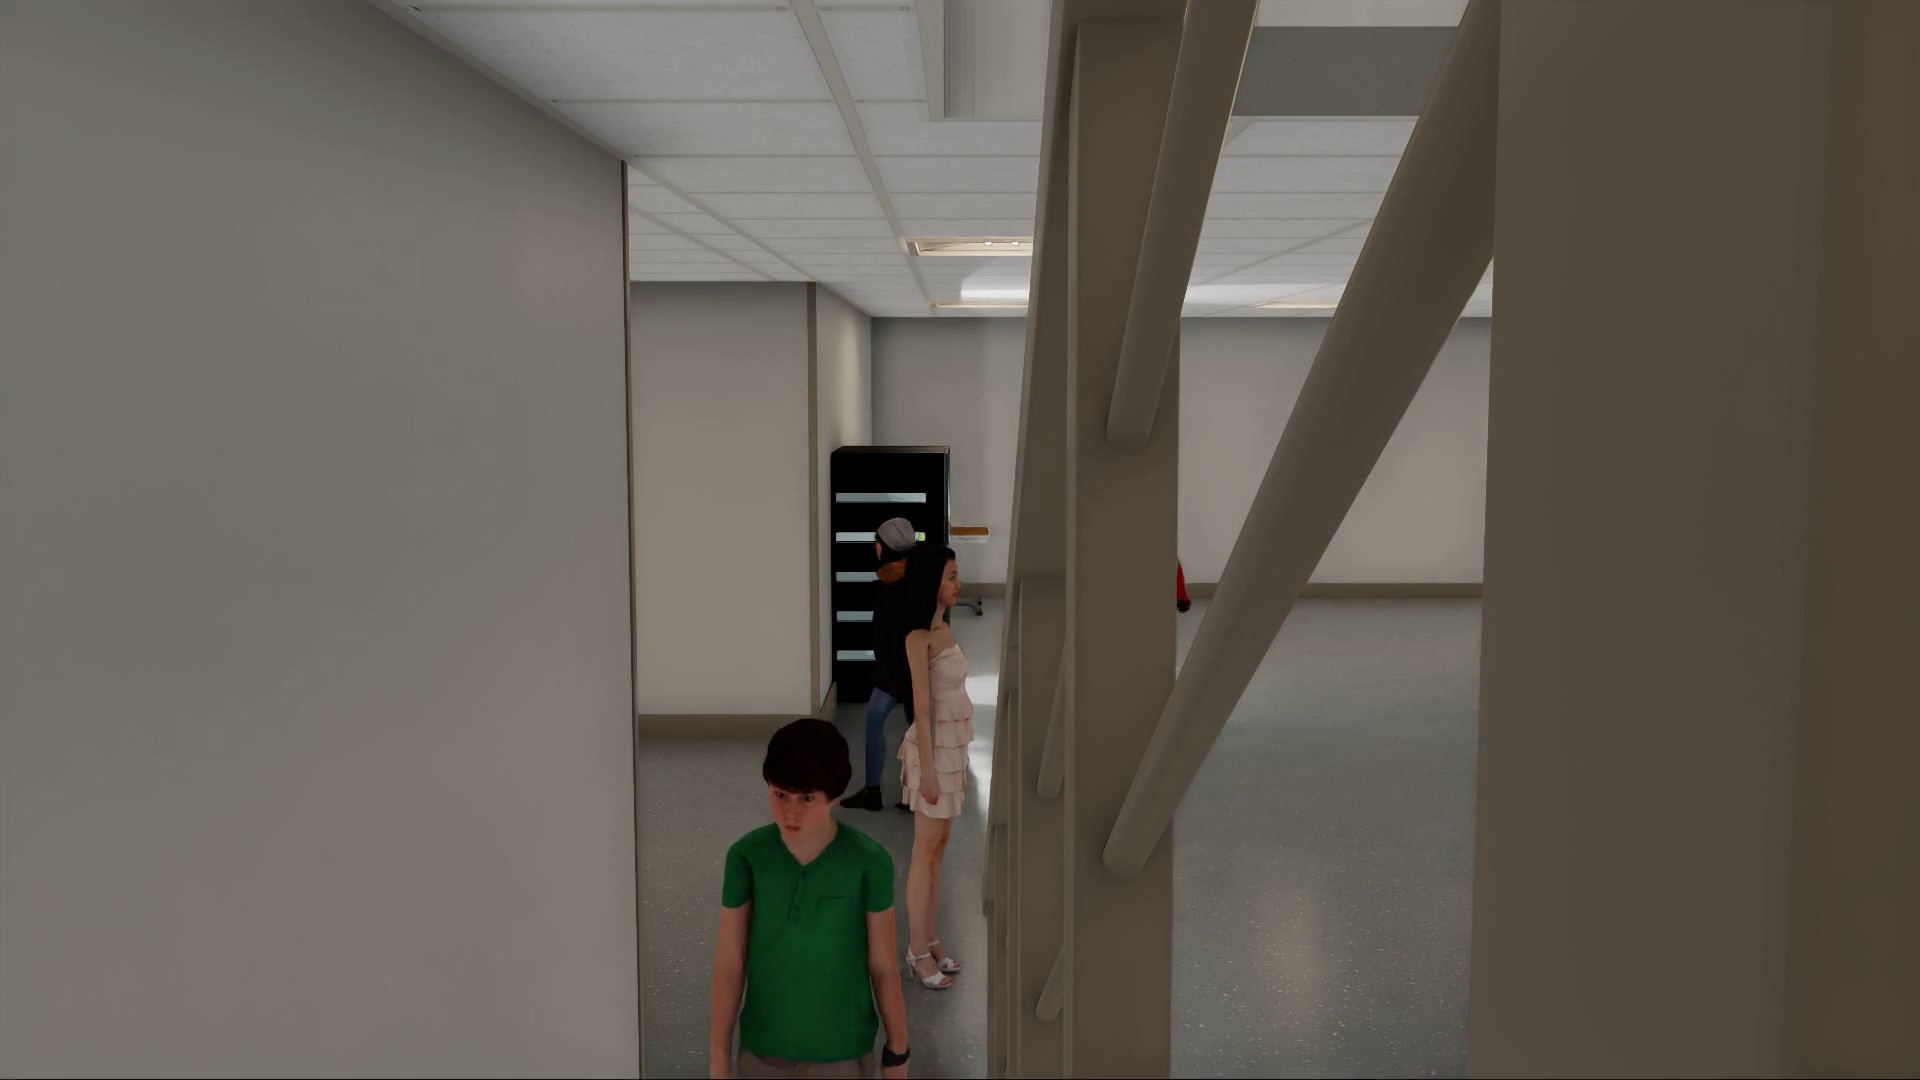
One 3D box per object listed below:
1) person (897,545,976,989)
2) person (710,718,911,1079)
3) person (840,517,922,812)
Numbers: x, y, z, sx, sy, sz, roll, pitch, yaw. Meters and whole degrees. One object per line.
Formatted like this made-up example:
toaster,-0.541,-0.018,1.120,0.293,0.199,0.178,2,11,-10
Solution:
person,-0.110,0.881,6.572,0.679,1.738,0.533,1,6,14
person,-0.337,1.206,3.956,0.765,1.615,1.129,2,6,15
person,-0.237,0.695,9.015,0.829,1.617,0.806,2,6,22
